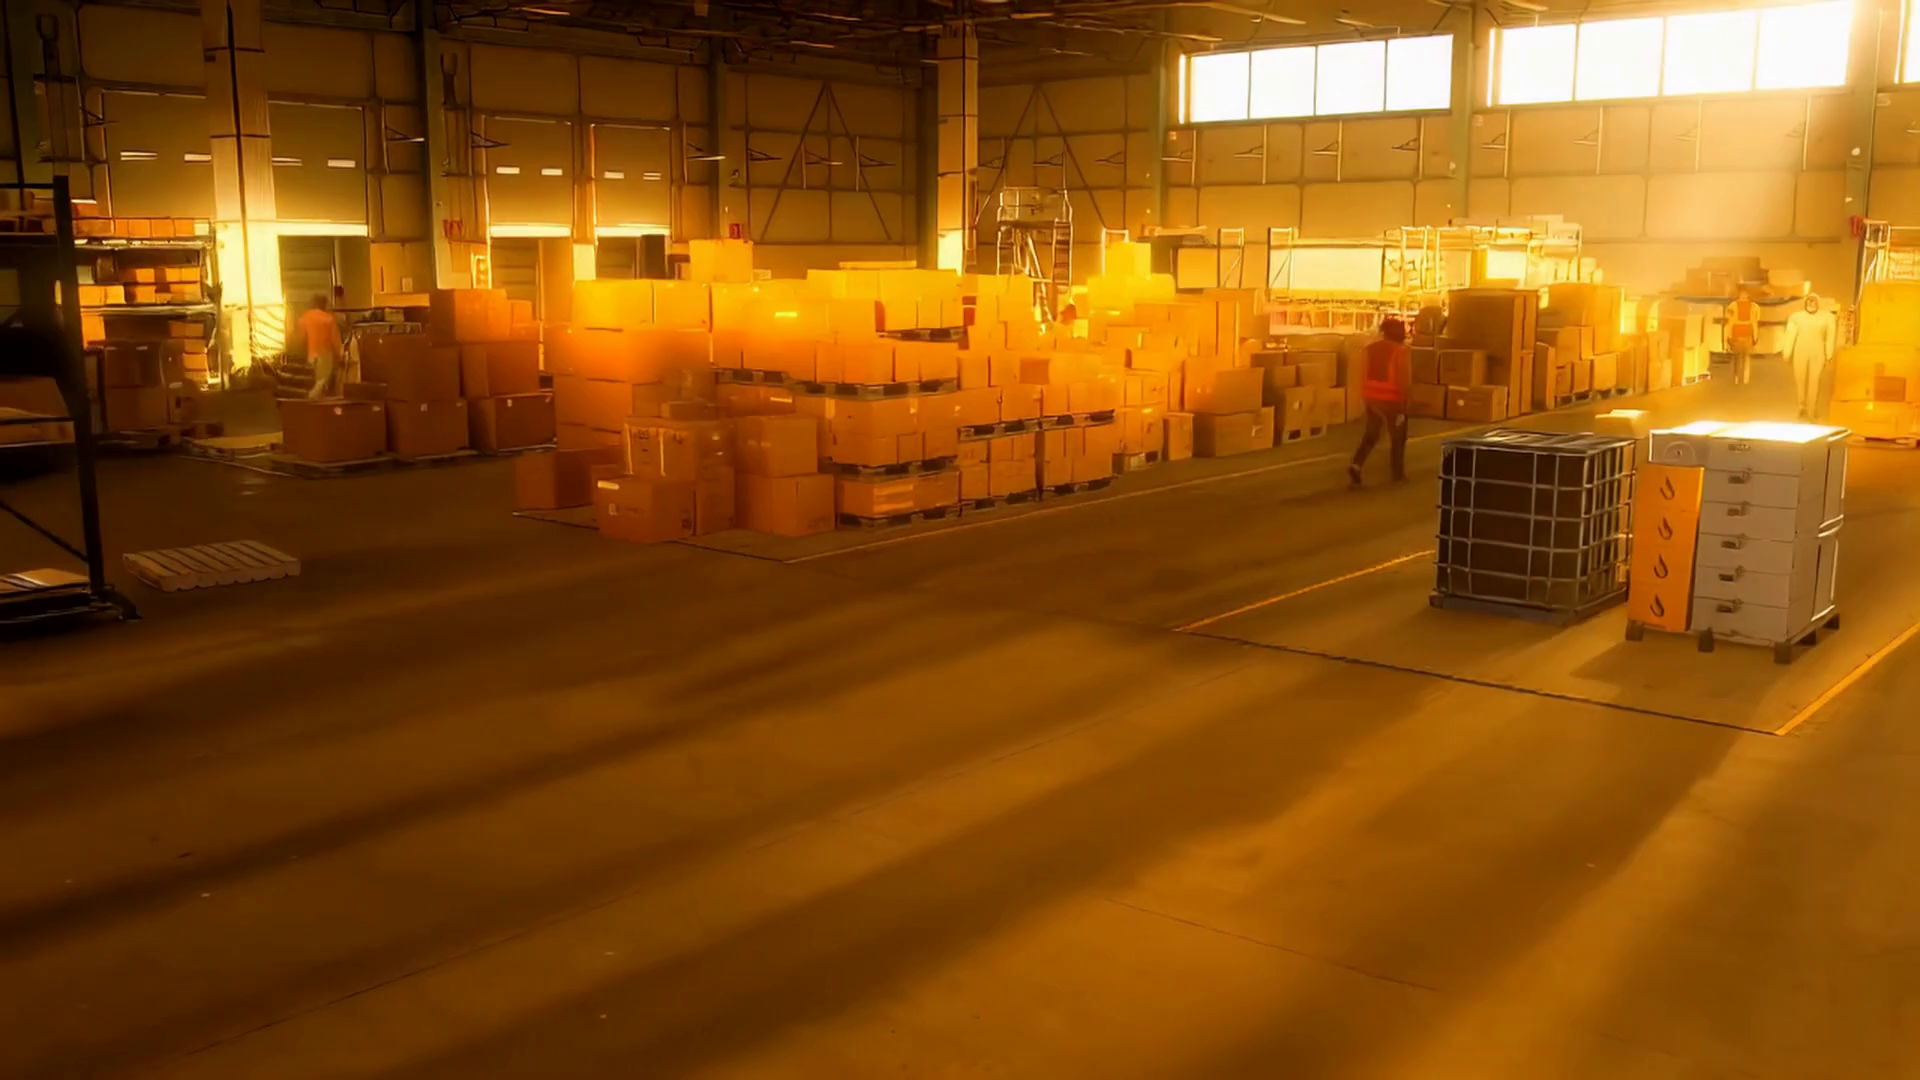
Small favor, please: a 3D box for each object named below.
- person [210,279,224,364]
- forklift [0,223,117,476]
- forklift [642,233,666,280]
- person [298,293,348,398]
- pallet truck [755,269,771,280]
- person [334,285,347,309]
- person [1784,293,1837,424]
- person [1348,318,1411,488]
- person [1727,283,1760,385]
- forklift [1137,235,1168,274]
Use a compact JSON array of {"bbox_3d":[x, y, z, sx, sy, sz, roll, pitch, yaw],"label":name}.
[{"bbox_3d":[-15.346,-4.495,34.753,0.786,1.894,0.619,-8,13,-39],"label":"person"},{"bbox_3d":[-10.758,-2.202,18.926,1.129,2.768,1.873,0,10,2],"label":"forklift"},{"bbox_3d":[-5.931,-4.602,32.595,1.873,2.768,1.129,-2,10,-10],"label":"forklift"},{"bbox_3d":[-9.481,-2.712,24.673,0.644,1.892,1.035,4,11,21],"label":"person"},{"bbox_3d":[-4.996,-6.432,45.525,1.885,1.965,0.823,-6,12,-32],"label":"pallet truck"},{"bbox_3d":[-14.973,-5.316,40.126,0.890,1.643,0.550,-9,13,-41],"label":"person"},{"bbox_3d":[12.403,-2.651,24.315,0.657,1.880,1.028,5,11,26],"label":"person"},{"bbox_3d":[4.472,-1.433,17.587,0.772,1.817,0.630,-9,13,-40],"label":"person"},{"bbox_3d":[14.704,-3.873,31.244,0.578,1.902,0.867,4,11,22],"label":"person"},{"bbox_3d":[4.362,-5.533,37.896,1.873,2.768,1.129,7,12,34],"label":"forklift"}]
